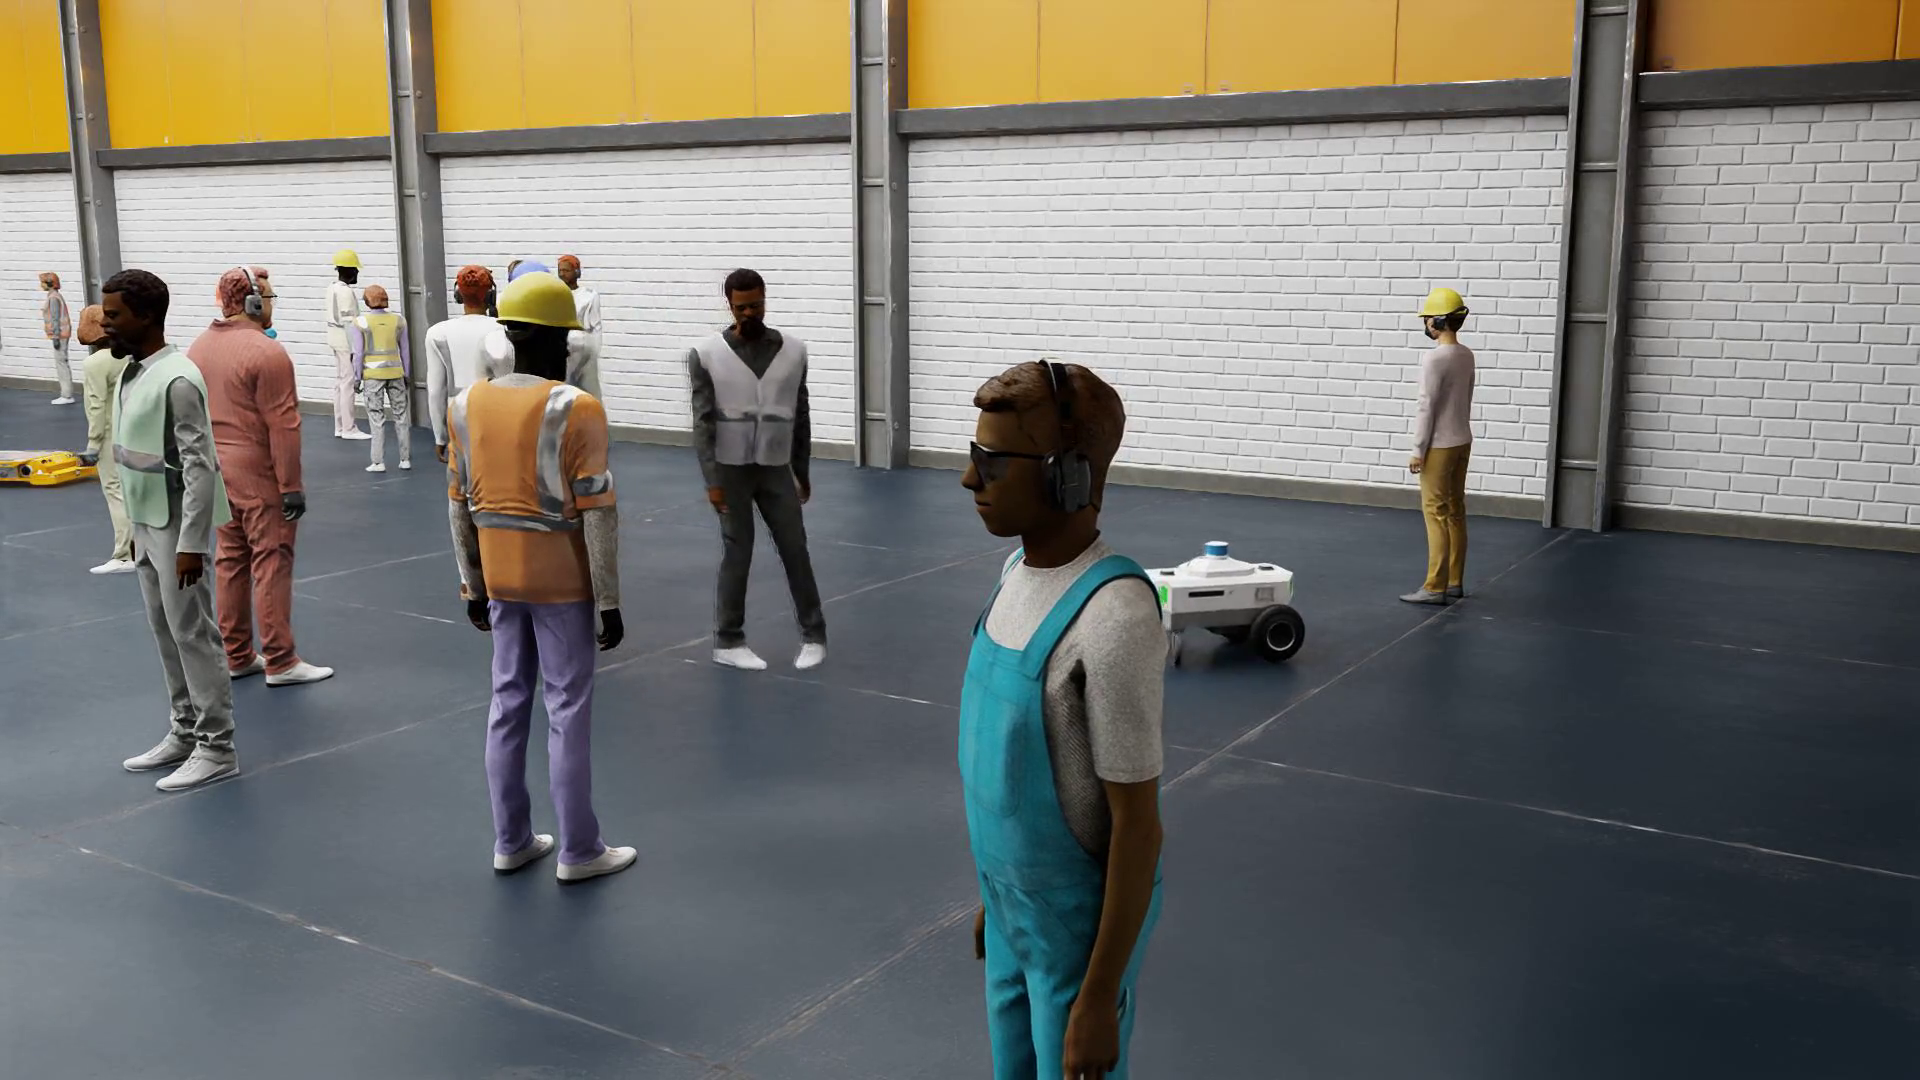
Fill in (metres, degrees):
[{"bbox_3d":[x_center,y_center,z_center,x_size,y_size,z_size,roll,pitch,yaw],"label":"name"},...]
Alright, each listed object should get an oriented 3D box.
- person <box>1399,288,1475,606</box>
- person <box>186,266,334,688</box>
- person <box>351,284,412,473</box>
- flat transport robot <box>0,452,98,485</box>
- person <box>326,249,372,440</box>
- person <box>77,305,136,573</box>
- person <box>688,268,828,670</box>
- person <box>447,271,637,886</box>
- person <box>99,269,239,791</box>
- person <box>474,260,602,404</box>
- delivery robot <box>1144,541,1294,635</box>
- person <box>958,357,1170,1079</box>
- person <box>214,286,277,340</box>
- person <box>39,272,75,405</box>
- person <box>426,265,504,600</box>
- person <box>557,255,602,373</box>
[{"bbox_3d":[2.676,-0.519,9.292,0.337,1.762,0.522,9,14,41],"label":"person"},{"bbox_3d":[-3.199,-0.286,7.588,0.643,1.908,0.399,6,12,32],"label":"person"},{"bbox_3d":[-5.042,-1.403,14.513,0.514,1.640,0.315,-9,13,-40],"label":"person"},{"bbox_3d":[-8.085,-0.612,13.928,1.431,0.197,0.652,1,10,3],"label":"flat transport robot"},{"bbox_3d":[-6.221,-1.982,16.925,0.385,1.925,0.592,-7,12,-32],"label":"person"},{"bbox_3d":[-5.190,-0.614,10.163,0.283,1.633,0.500,-1,10,-5],"label":"person"},{"bbox_3d":[-0.961,-0.320,7.851,0.618,1.904,0.450,-5,11,-24],"label":"person"},{"bbox_3d":[-1.312,0.126,5.248,0.595,1.923,0.374,5,11,24],"label":"person"},{"bbox_3d":[-2.933,-0.040,6.192,0.372,1.916,0.596,-10,14,-43],"label":"person"},{"bbox_3d":[-2.101,-0.423,8.305,0.639,1.914,0.596,-3,11,-18],"label":"person"},{"bbox_3d":[1.246,0.251,8.097,0.707,0.478,0.477,-3,11,-14],"label":"delivery robot"},{"bbox_3d":[0.142,0.633,2.668,0.342,1.846,0.508,-4,11,-19],"label":"person"},{"bbox_3d":[-5.299,-1.054,12.279,0.573,1.744,0.348,3,11,17],"label":"person"},{"bbox_3d":[-11.138,-2.487,20.550,0.318,1.630,0.531,-5,11,-24],"label":"person"},{"bbox_3d":[-2.678,-0.593,9.354,0.573,1.883,0.354,0,10,-2],"label":"person"},{"bbox_3d":[-3.616,-1.703,15.509,0.572,1.883,0.356,2,11,13],"label":"person"}]
